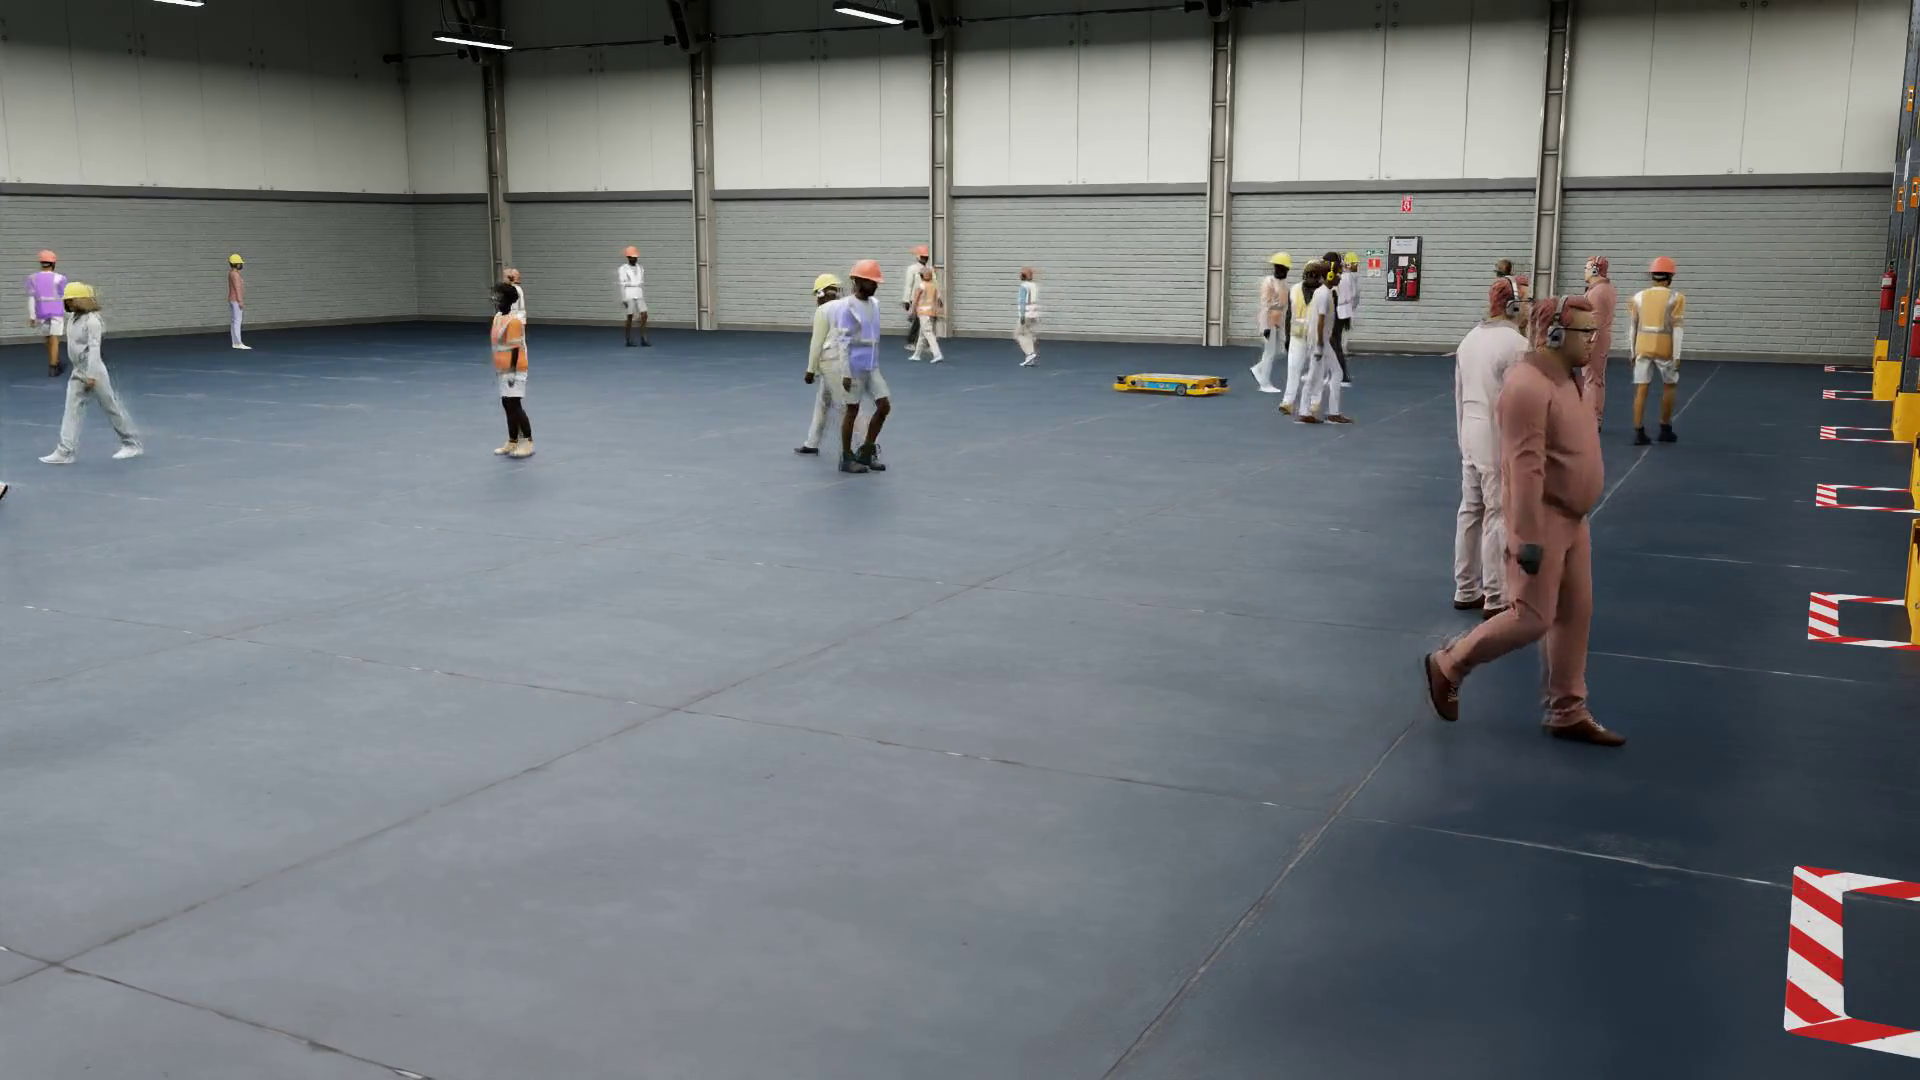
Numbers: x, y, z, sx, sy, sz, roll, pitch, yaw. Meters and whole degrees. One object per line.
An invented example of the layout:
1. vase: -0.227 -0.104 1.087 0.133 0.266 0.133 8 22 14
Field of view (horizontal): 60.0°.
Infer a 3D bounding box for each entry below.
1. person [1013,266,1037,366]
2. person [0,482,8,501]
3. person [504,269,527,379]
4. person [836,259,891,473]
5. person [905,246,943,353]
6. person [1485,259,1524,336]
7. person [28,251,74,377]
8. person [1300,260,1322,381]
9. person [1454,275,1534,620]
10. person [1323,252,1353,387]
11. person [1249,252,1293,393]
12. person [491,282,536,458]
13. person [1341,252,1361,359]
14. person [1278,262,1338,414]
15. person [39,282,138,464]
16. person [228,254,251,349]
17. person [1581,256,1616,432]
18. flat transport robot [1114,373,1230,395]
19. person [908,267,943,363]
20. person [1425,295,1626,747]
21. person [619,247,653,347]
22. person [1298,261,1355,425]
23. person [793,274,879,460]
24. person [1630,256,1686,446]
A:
1. person: 1.067 -3.630 27.049 0.376 1.623 0.544 5 11 24
2. person: -7.567 -0.993 12.363 0.668 1.741 0.532 -5 12 -28
3. person: -6.543 -3.168 24.501 0.315 1.640 0.515 -1 10 -5
4. person: -0.852 -1.535 14.851 0.577 1.909 0.581 8 13 37
5. person: -0.712 -4.411 30.498 1.023 1.945 0.614 9 14 42
6. person: 6.911 -2.679 21.348 0.503 1.813 0.774 -6 12 -29
7. person: -13.798 -3.446 25.341 0.570 1.883 0.987 -1 10 -5
8. person: 5.169 -3.220 24.444 0.311 1.768 0.532 2 11 11
9. person: 3.017 -0.511 9.285 0.400 1.910 0.643 -2 11 -12
10. person: 5.242 -3.109 23.486 0.644 1.888 0.621 8 13 36
11. person: 4.234 -2.947 22.556 0.547 1.904 0.612 7 13 34
12. person: -4.313 -1.627 16.003 0.352 1.682 0.583 -6 12 -28
13. person: 6.714 -4.046 28.759 0.404 1.834 0.591 3 11 17
14. person: 4.124 -2.378 19.765 0.648 1.799 0.896 5 12 26
15. person: -8.222 -1.574 15.658 0.506 1.689 0.924 6 12 31
16. person: -13.553 -4.462 31.210 0.324 1.769 0.523 -7 12 -32
17. person: 6.781 -2.084 17.861 0.408 1.909 0.638 6 12 30
18. flat transport robot: 2.865 -2.121 22.530 1.431 0.197 0.652 7 13 35
19. person: -0.569 -3.774 27.912 0.852 1.600 0.511 8 13 36
20. person: 2.420 -0.082 6.984 0.755 1.884 0.653 8 13 38
21. person: -6.165 -4.624 31.713 0.780 1.904 0.563 9 14 42
22. person: 4.186 -2.219 18.785 0.762 1.838 0.521 -1 10 -3
23. person: -1.171 -1.653 15.917 0.918 1.769 0.596 3 11 15
24. person: 7.145 -1.928 16.992 0.568 1.905 0.803 10 14 44
